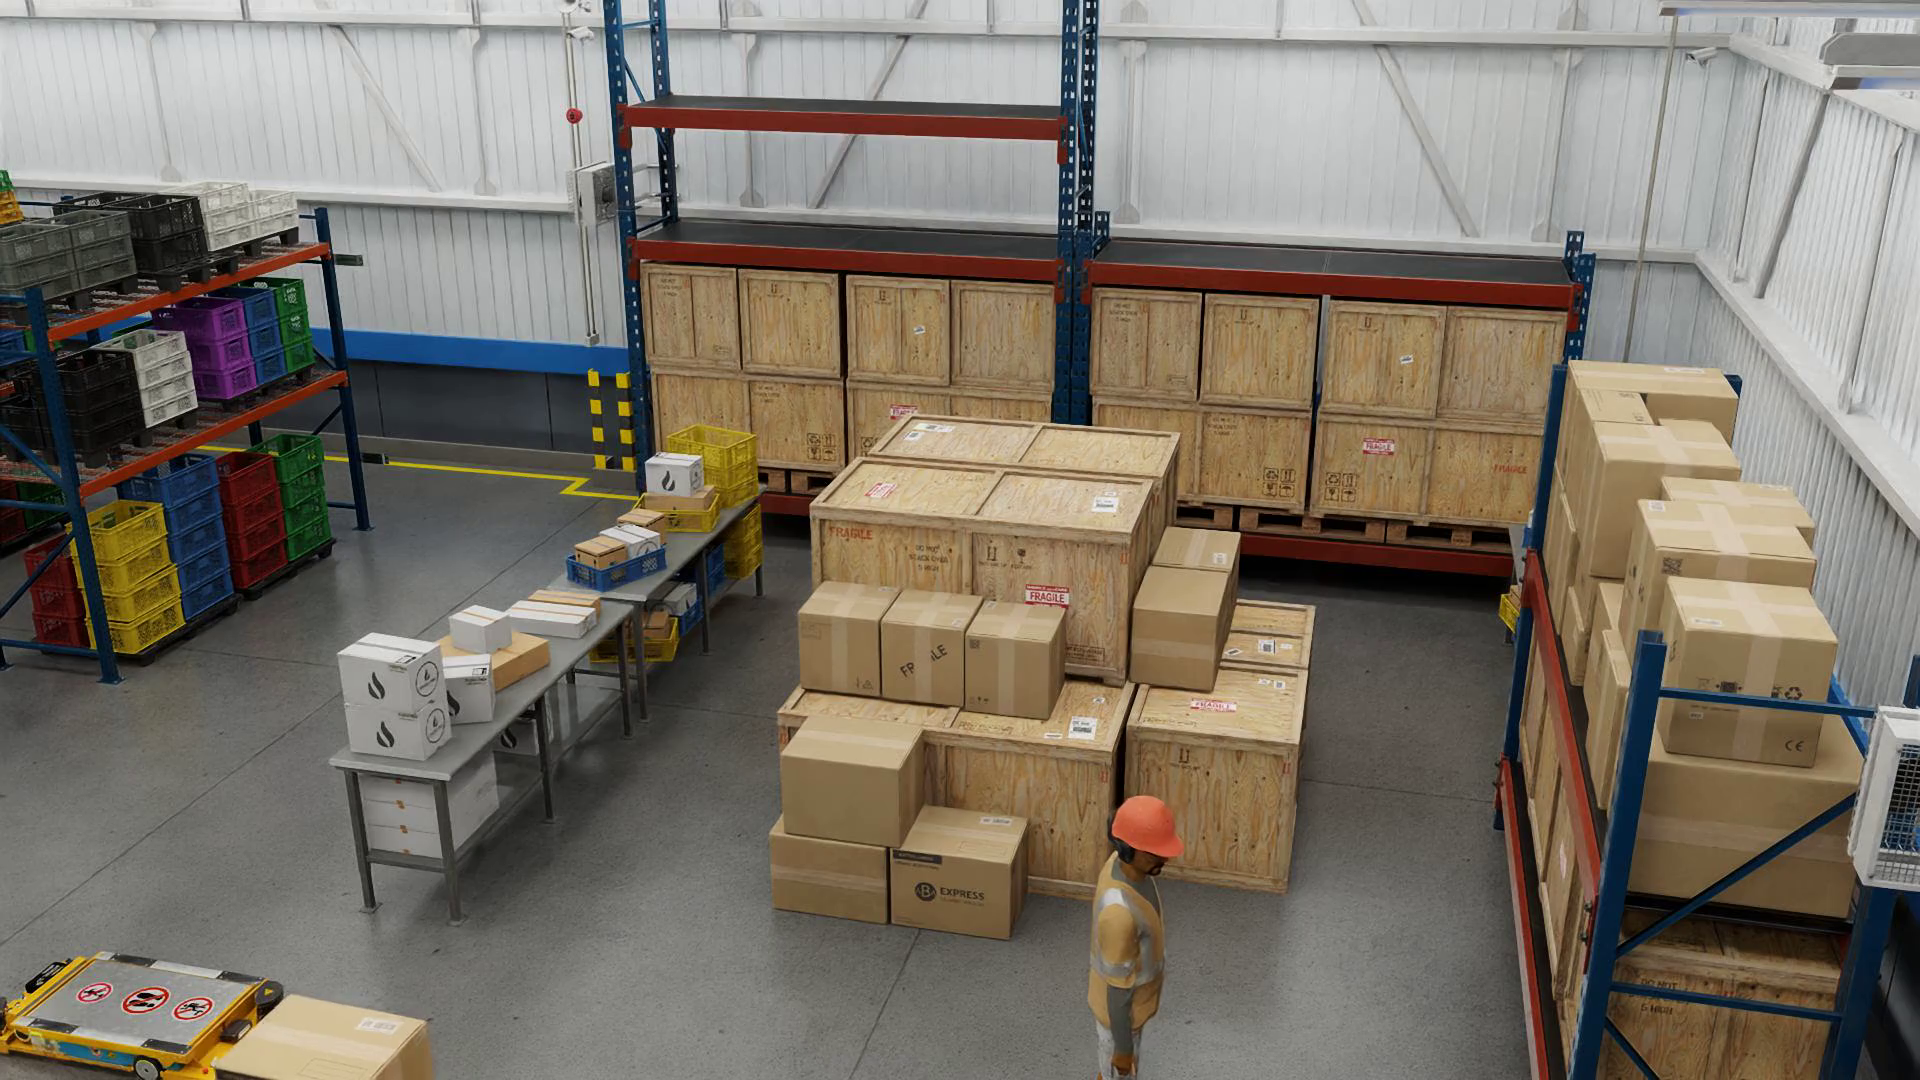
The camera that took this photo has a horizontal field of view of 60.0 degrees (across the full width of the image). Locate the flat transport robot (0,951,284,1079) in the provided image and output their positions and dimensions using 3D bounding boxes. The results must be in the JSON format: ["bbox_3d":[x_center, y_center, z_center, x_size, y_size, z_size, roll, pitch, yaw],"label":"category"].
[{"bbox_3d":[-4.270,2.464,8.601,1.431,0.231,0.659,5,22,13],"label":"flat transport robot"}]

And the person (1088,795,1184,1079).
[{"bbox_3d":[0.754,2.021,7.279,0.382,2.039,0.613,4,21,9],"label":"person"}]
